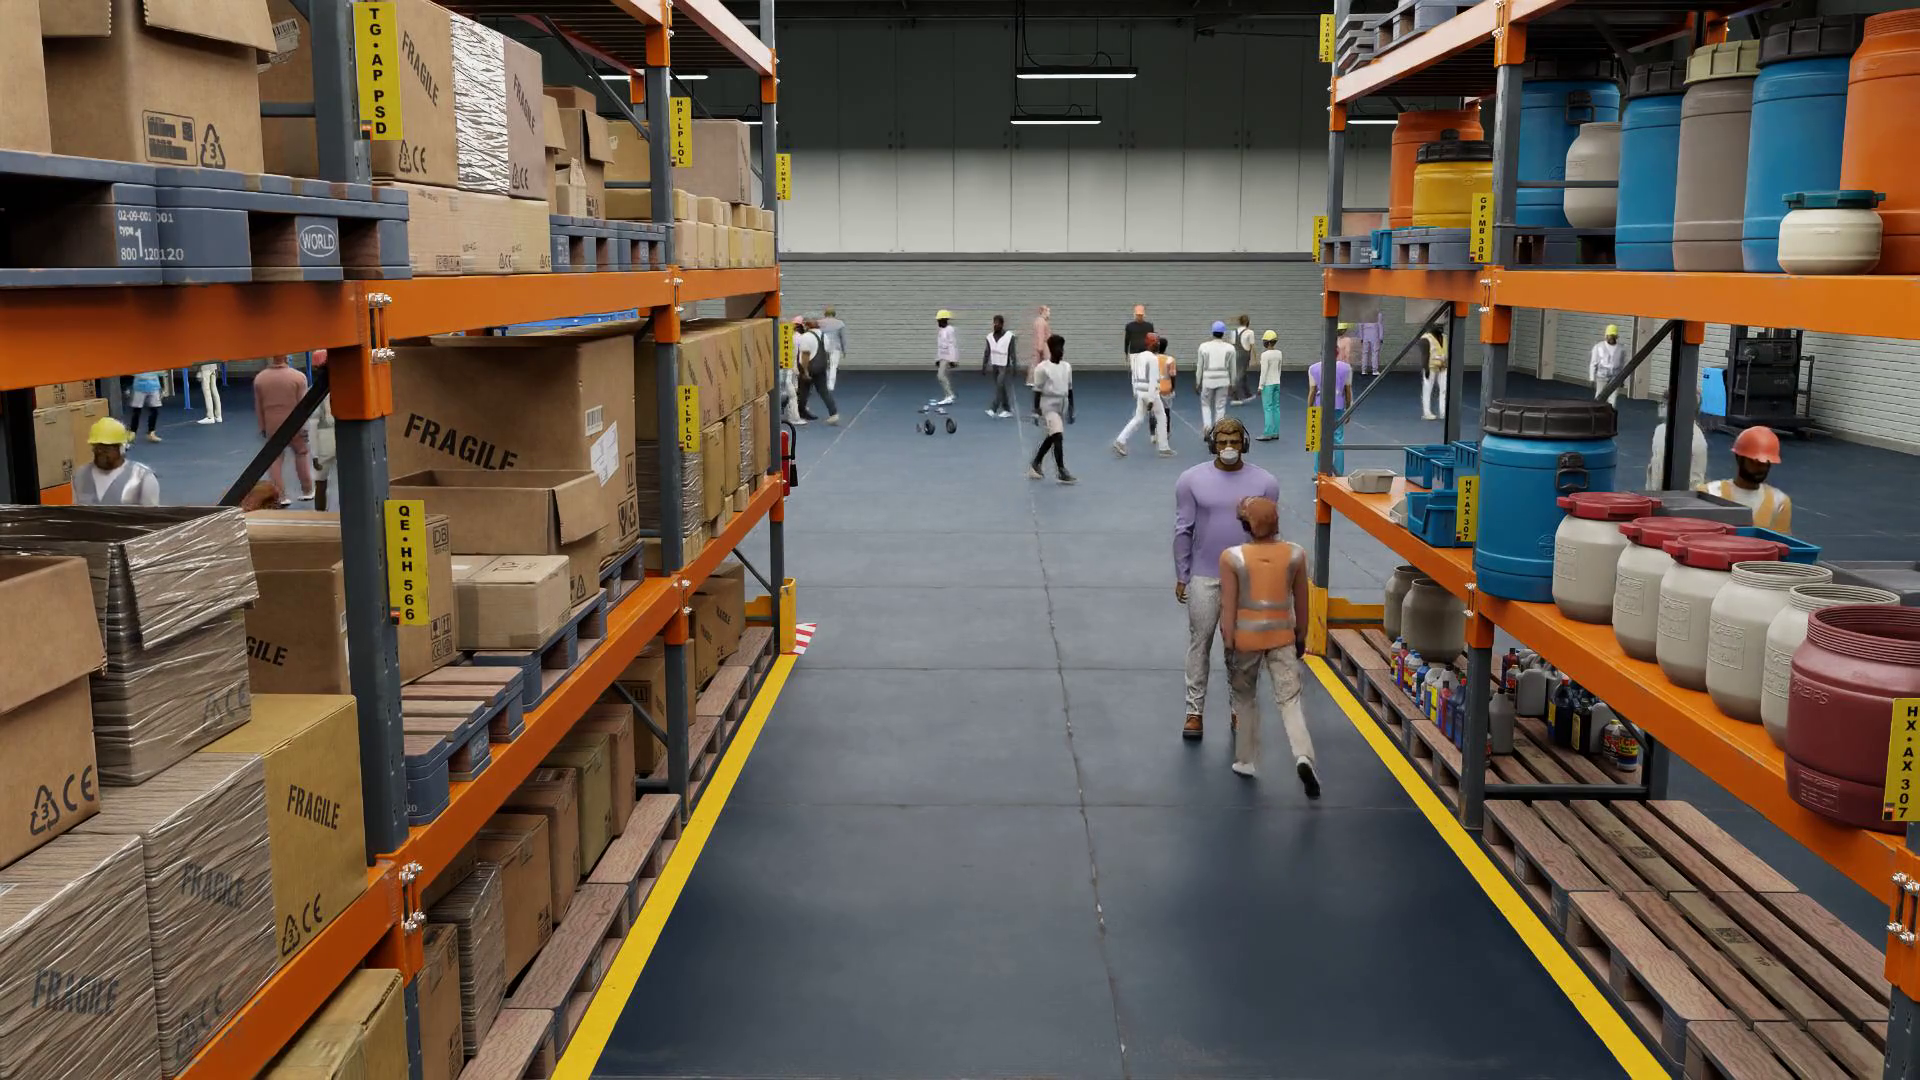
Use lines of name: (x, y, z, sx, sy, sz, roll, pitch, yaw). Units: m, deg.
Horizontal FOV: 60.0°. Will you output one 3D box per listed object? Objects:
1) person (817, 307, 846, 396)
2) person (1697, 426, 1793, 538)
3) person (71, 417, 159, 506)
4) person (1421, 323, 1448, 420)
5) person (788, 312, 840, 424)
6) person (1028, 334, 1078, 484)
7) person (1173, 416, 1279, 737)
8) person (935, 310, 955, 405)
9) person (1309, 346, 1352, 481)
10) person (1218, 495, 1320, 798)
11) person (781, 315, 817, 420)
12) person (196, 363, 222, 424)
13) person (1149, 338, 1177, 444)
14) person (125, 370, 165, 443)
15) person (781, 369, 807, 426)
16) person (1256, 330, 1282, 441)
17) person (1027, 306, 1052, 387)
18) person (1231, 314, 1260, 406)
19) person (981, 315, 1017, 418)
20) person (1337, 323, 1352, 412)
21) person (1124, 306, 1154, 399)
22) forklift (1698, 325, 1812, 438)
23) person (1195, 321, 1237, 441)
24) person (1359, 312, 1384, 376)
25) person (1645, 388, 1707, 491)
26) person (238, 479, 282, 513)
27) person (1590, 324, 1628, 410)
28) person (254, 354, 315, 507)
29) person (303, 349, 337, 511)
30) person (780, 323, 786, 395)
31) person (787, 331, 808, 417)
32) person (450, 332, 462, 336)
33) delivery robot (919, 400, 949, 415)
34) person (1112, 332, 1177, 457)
person: (-2.777, -4.096, 36.005, 0.631, 1.889, 1.000, 1, 10, 4)
person: (4.476, 0.297, 9.592, 0.597, 1.928, 0.417, 1, 10, 4)
person: (-5.739, 0.058, 11.353, 0.607, 1.820, 0.587, 0, 9, 3)
person: (8.680, -3.073, 30.102, 0.661, 1.819, 0.725, -5, 11, -27)
person: (-2.580, -3.049, 29.436, 0.995, 2.000, 0.690, 7, 12, 36)
person: (1.197, -1.735, 21.786, 0.612, 1.930, 0.974, -8, 13, -41)
person: (1.594, 0.224, 10.013, 0.629, 1.940, 0.373, 0, 9, 2)
person: (-0.327, -3.654, 33.326, 0.444, 1.907, 0.605, -4, 10, -21)
person: (4.813, -1.674, 21.680, 0.563, 1.837, 0.388, 1, 9, 3)
person: (1.668, 0.578, 8.937, 0.531, 1.609, 0.786, -1, 10, -6)
person: (-2.986, -3.118, 30.196, 0.719, 1.899, 0.574, -3, 10, -17)
person: (-13.423, -3.009, 29.634, 0.317, 1.859, 0.520, 1, 10, 9)
person: (3.181, -2.375, 26.401, 0.552, 1.647, 0.843, 3, 10, 16)
person: (-12.925, -2.362, 26.305, 0.663, 1.662, 0.398, -9, 13, -43)
person: (-3.140, -2.800, 29.123, 0.809, 1.603, 0.507, -5, 11, -29)
person: (4.968, -2.483, 26.738, 0.315, 1.769, 0.524, 9, 13, 43)
person: (1.981, -4.428, 38.103, 0.973, 1.856, 0.659, -1, 10, -7)
person: (5.768, -3.618, 33.406, 0.921, 1.799, 0.542, -7, 12, -36)
person: (0.665, -3.168, 30.511, 0.625, 1.866, 0.971, 7, 12, 37)
person: (7.190, -3.290, 31.677, 0.861, 1.727, 0.540, -7, 12, -37)
person: (3.808, -3.991, 35.274, 0.633, 1.942, 1.067, 0, 9, 2)
forklift: (13.248, -3.165, 27.620, 1.129, 2.768, 1.873, 0, 9, 1)
person: (4.032, -2.472, 26.178, 0.653, 1.926, 0.544, 1, 10, 4)
person: (10.434, -5.123, 42.120, 0.641, 1.913, 0.408, 8, 12, 39)
person: (5.610, -0.249, 12.909, 0.765, 1.921, 0.628, 0, 9, 0)
person: (-4.127, 0.451, 9.663, 0.502, 1.601, 0.763, 3, 10, 19)
person: (11.188, -2.830, 28.703, 0.595, 1.809, 0.692, 2, 10, 15)
person: (-7.925, -1.359, 19.659, 0.680, 1.872, 0.864, 0, 9, 1)
person: (-6.399, -0.966, 17.019, 1.060, 1.996, 0.602, 9, 13, 43)
person: (-4.007, -3.964, 36.084, 0.695, 1.610, 0.508, 9, 13, 43)
person: (-3.024, -3.096, 30.936, 0.518, 1.589, 0.887, 5, 11, 25)
person: (-7.175, -2.042, 23.786, 0.520, 1.874, 0.327, -8, 13, -41)
delivery robot: (-0.440, -2.246, 28.012, 0.335, 0.223, 0.698, -5, 11, -29)
person: (2.708, -2.128, 24.398, 0.958, 1.844, 0.578, -4, 10, -23)
